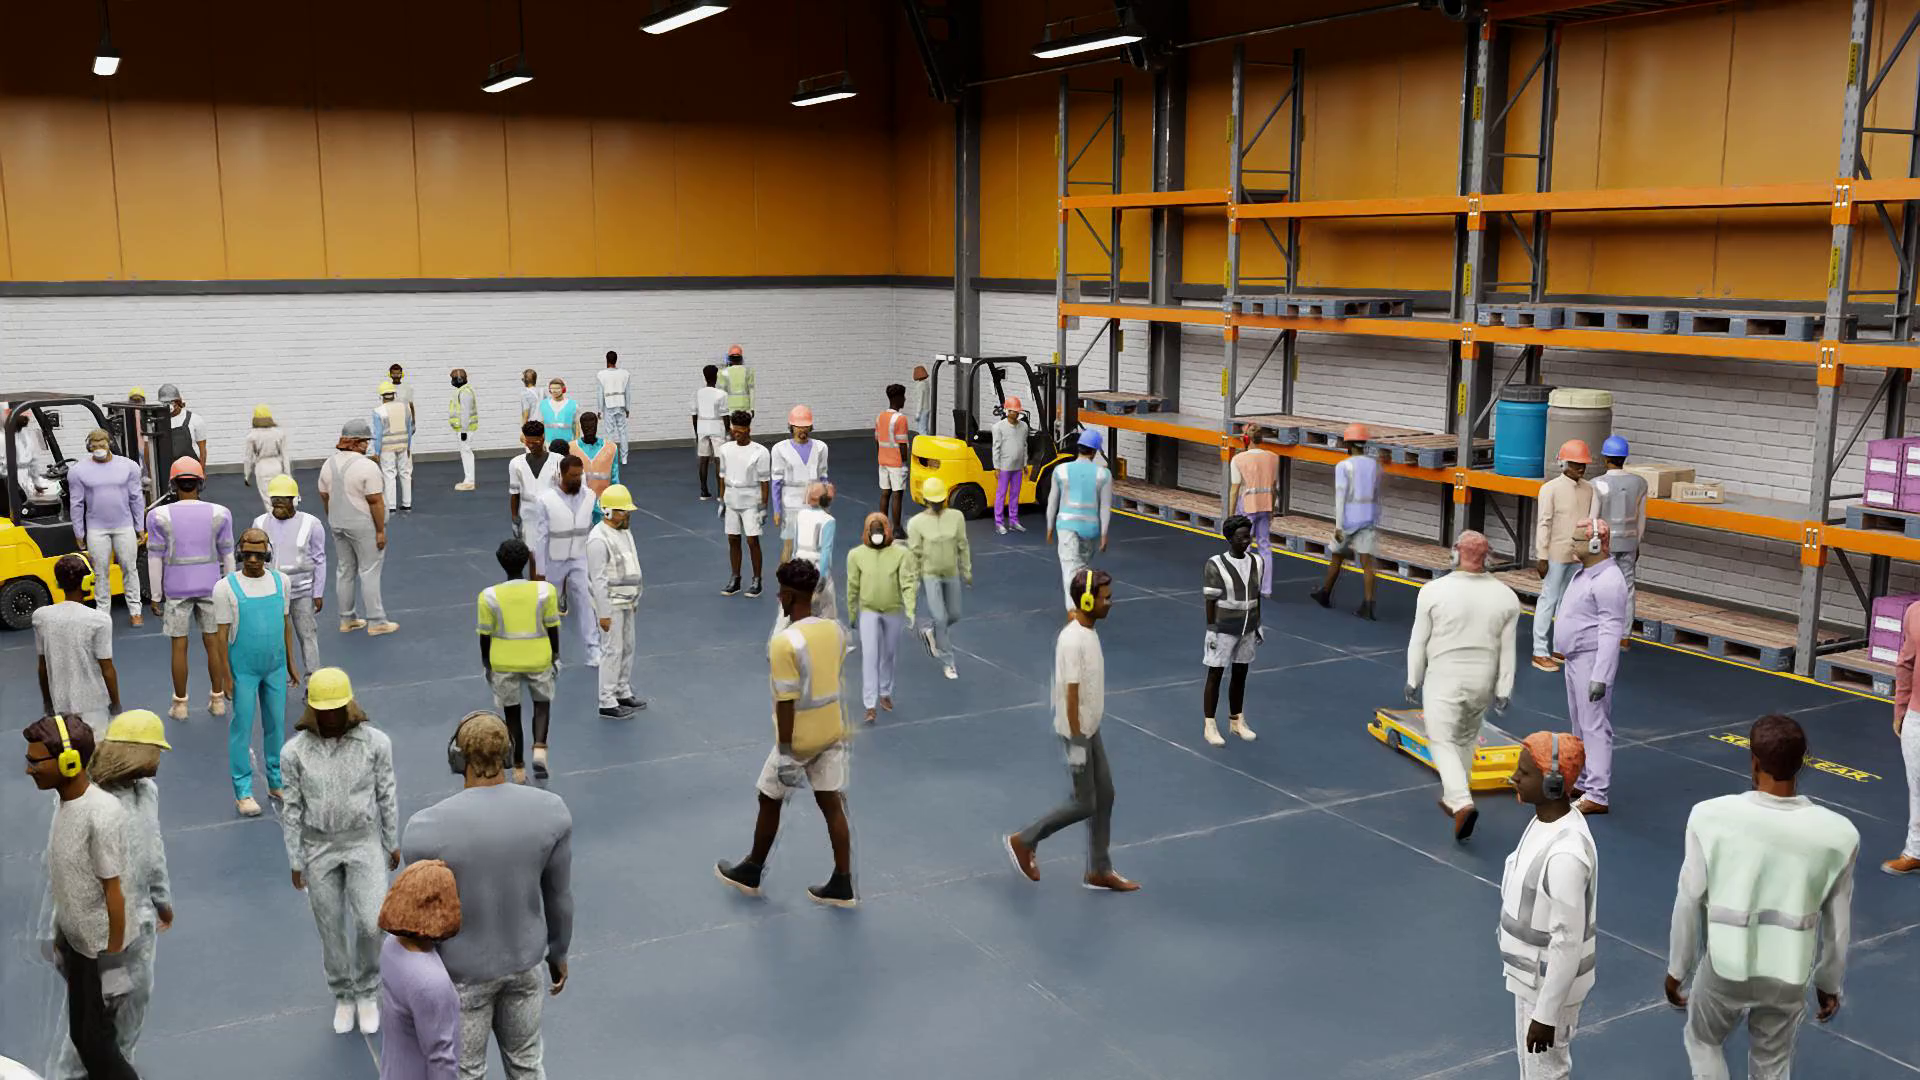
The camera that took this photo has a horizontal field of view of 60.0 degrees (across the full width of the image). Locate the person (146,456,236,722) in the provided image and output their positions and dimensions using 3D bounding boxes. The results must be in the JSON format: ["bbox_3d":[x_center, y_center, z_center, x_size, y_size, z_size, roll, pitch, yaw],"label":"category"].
[{"bbox_3d":[-5.886,0.373,12.769,0.612,2.029,0.409,-7,12,-34],"label":"person"}]

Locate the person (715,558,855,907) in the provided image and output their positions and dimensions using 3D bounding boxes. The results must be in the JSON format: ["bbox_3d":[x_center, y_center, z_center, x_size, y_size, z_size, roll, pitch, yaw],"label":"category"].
[{"bbox_3d":[-0.959,1.045,9.171,0.937,1.921,0.622,7,12,34],"label":"person"}]

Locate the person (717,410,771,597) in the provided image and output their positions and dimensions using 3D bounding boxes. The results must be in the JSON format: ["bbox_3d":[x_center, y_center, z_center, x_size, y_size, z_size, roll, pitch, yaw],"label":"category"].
[{"bbox_3d":[-2.252,-0.376,17.287,0.604,1.955,0.395,5,11,25],"label":"person"}]

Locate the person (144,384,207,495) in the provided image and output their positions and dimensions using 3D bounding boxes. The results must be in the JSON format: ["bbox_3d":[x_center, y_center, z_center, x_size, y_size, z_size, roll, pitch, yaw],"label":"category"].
[{"bbox_3d":[-9.280,-0.835,19.671,0.688,2.000,0.536,-3,10,-15],"label":"person"}]

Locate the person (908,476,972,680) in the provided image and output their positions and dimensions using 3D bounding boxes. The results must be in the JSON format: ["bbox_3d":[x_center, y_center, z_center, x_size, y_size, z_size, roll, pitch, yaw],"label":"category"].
[{"bbox_3d":[-0.208,0.290,14.103,0.564,1.731,0.624,-4,11,-23],"label":"person"}]

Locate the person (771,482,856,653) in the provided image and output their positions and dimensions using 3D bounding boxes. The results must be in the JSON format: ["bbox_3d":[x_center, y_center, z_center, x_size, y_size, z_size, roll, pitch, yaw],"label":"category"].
[{"bbox_3d":[-1.335,0.279,14.577,0.565,1.582,0.896,9,13,42],"label":"person"}]

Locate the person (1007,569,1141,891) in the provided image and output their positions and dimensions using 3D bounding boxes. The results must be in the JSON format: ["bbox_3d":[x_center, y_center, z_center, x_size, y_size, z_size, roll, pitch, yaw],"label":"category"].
[{"bbox_3d":[0.649,1.071,9.266,0.695,1.843,0.547,3,10,18],"label":"person"}]

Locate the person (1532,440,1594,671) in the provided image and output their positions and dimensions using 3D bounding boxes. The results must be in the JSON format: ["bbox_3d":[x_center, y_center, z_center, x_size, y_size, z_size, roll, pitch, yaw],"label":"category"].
[{"bbox_3d":[5.199,0.126,14.267,0.623,1.992,0.396,-6,11,-29],"label":"person"}]

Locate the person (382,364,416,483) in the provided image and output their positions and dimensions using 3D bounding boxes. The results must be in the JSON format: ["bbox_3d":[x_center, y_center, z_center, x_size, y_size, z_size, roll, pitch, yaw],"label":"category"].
[{"bbox_3d":[-8.706,-1.804,25.781,0.509,1.860,0.334,-2,10,-13],"label":"person"}]

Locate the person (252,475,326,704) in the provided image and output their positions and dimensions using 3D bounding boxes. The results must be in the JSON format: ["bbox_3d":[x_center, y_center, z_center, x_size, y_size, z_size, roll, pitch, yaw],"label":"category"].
[{"bbox_3d":[-5.331,0.393,13.185,0.588,1.837,0.404,0,10,-1],"label":"person"}]

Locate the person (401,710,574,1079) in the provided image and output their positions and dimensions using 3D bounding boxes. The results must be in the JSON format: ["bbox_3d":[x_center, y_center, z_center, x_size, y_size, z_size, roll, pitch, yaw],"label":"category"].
[{"bbox_3d":[-1.725,1.575,6.136,0.640,1.927,0.386,-7,12,-37],"label":"person"}]

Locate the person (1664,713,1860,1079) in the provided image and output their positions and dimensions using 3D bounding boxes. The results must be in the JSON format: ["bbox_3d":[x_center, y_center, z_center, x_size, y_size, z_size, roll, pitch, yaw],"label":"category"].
[{"bbox_3d":[2.950,1.579,6.169,0.628,1.903,0.454,2,10,12],"label":"person"}]

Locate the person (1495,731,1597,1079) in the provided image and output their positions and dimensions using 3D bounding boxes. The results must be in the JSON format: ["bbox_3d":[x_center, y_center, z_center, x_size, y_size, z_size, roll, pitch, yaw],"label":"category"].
[{"bbox_3d":[2.115,1.609,6.057,0.355,1.883,0.575,2,10,11],"label":"person"}]

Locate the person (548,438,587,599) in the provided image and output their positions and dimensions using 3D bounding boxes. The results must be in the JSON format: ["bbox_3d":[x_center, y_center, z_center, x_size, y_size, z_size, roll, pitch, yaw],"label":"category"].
[{"bbox_3d":[-4.059,-0.194,16.991,0.531,1.689,0.322,-4,11,-22],"label":"person"}]

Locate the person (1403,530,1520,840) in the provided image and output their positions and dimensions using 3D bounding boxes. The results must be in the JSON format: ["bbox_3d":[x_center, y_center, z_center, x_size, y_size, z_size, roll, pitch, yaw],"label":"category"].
[{"bbox_3d":[3.108,0.880,10.262,0.635,1.883,0.849,-1,10,-5],"label":"person"}]

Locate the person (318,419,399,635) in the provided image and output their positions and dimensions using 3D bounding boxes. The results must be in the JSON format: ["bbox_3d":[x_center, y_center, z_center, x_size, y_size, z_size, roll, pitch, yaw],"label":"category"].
[{"bbox_3d":[-5.627,-0.135,15.641,0.684,2.000,0.536,5,11,26],"label":"person"}]

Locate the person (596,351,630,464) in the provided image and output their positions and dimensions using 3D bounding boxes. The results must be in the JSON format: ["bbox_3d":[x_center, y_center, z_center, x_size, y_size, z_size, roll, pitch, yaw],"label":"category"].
[{"bbox_3d":[-5.828,-2.222,28.010,0.590,1.919,0.392,-7,12,-35],"label":"person"}]

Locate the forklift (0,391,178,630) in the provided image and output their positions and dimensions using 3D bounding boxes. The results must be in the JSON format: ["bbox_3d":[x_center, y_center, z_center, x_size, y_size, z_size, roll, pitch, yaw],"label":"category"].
[{"bbox_3d":[-9.026,-0.363,16.508,1.214,2.155,2.313,6,11,29],"label":"forklift"}]

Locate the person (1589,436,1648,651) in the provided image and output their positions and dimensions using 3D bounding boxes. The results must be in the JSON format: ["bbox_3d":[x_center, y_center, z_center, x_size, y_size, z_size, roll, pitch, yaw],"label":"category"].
[{"bbox_3d":[5.830,0.043,14.875,0.602,1.949,0.394,-2,10,-11],"label":"person"}]

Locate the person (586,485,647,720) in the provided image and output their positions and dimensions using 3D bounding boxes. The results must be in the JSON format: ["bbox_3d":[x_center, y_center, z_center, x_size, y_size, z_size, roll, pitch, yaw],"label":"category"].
[{"bbox_3d":[-2.644,0.473,12.789,0.403,1.817,0.601,2,10,9],"label":"person"}]

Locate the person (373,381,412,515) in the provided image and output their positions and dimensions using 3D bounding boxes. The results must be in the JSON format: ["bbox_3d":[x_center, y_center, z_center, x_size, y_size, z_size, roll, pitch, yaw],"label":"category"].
[{"bbox_3d":[-7.755,-1.253,22.697,0.404,1.825,0.587,7,12,36],"label":"person"}]

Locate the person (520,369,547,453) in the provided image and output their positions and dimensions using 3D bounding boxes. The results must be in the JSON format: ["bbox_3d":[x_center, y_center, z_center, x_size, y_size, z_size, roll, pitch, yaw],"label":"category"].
[{"bbox_3d":[-6.358,-1.629,24.804,0.329,1.842,0.517,5,11,27],"label":"person"}]

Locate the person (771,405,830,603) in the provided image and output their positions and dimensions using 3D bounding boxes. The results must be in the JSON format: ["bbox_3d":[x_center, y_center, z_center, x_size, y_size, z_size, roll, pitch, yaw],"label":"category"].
[{"bbox_3d":[-1.598,-0.348,16.861,0.614,2.040,0.391,-5,11,-26],"label":"person"}]

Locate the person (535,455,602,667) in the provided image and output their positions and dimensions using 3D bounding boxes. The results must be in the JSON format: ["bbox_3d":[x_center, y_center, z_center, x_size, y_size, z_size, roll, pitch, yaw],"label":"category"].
[{"bbox_3d":[-3.394,0.186,14.363,0.621,1.857,0.844,-10,14,-44],"label":"person"}]

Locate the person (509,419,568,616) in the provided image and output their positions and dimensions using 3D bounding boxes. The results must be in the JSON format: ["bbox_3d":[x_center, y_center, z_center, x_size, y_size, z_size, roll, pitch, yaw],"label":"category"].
[{"bbox_3d":[-4.125,-0.213,16.366,0.610,1.952,0.387,0,10,-1],"label":"person"}]

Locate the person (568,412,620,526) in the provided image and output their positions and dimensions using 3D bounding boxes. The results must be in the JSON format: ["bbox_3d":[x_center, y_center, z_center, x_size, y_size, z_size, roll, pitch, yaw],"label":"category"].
[{"bbox_3d":[-3.886,-0.403,17.539,0.599,1.915,0.376,-3,10,-17],"label":"person"}]

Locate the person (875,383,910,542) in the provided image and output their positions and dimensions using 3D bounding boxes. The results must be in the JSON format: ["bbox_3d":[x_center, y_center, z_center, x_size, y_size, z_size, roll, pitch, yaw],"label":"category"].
[{"bbox_3d":[-0.818,-0.962,20.615,0.373,1.966,0.607,-7,12,-33],"label":"person"}]

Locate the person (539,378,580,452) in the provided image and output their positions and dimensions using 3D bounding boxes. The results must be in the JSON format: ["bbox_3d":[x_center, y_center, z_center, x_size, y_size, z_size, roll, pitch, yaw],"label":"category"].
[{"bbox_3d":[-5.525,-1.321,23.023,0.564,1.846,0.393,0,10,2],"label":"person"}]

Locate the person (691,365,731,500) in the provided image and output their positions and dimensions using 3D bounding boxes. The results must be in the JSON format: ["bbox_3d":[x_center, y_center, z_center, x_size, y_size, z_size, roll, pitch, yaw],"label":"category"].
[{"bbox_3d":[-3.571,-1.547,23.984,0.607,1.966,0.366,3,10,19],"label":"person"}]

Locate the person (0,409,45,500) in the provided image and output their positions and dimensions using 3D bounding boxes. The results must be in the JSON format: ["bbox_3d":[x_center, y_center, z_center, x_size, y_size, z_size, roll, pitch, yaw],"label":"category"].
[{"bbox_3d":[-10.696,-0.644,18.920,0.455,1.916,0.559,0,10,-2],"label":"person"}]

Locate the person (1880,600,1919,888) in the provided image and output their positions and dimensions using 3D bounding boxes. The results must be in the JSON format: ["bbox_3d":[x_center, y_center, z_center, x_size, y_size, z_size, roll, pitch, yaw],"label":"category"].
[{"bbox_3d":[5.542,1.009,9.386,0.377,1.930,0.637,-3,10,-18],"label":"person"}]

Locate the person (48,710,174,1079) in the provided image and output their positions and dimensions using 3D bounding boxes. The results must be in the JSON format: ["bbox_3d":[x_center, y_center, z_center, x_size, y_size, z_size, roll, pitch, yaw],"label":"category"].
[{"bbox_3d":[-3.499,1.558,6.866,0.440,1.698,0.595,1,10,8],"label":"person"}]

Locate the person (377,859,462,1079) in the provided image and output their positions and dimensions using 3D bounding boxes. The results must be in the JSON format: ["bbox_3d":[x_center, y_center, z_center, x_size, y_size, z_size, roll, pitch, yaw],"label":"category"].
[{"bbox_3d":[-1.755,1.842,5.465,0.283,1.628,0.506,-6,12,-32],"label":"person"}]

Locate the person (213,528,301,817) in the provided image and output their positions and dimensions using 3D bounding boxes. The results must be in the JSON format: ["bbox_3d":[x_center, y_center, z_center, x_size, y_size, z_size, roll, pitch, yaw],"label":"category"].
[{"bbox_3d":[-4.491,0.828,10.668,0.348,1.842,0.506,8,13,38],"label":"person"}]

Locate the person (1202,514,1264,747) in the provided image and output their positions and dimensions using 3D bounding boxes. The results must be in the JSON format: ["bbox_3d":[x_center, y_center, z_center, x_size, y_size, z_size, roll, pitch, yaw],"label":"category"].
[{"bbox_3d":[1.993,0.648,12.120,0.533,1.697,0.322,-5,11,-28],"label":"person"}]

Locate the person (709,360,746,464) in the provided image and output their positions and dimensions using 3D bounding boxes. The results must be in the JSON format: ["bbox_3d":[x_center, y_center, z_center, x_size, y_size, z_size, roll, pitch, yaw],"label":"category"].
[{"bbox_3d":[-3.907,-2.209,28.010,0.921,1.905,0.616,-2,10,-13],"label":"person"}]

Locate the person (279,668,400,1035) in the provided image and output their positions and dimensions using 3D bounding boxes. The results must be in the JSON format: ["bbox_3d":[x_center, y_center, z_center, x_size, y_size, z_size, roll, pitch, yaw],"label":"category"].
[{"bbox_3d":[-2.806,1.425,7.550,0.489,1.728,0.495,-3,10,-16],"label":"person"}]

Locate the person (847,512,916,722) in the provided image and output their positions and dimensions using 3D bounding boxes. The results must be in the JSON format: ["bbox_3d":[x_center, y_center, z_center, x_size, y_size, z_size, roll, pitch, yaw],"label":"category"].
[{"bbox_3d":[-0.598,0.589,12.735,0.517,1.591,0.818,-1,10,-6],"label":"person"}]

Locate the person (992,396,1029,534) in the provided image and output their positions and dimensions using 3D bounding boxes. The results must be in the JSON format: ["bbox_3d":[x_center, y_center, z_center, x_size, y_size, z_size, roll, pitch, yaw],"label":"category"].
[{"bbox_3d":[0.666,-0.963,21.228,0.563,1.751,0.342,-7,12,-37],"label":"person"}]

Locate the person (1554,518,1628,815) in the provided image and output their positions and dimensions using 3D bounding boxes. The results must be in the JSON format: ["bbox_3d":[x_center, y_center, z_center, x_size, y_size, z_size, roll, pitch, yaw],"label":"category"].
[{"bbox_3d":[4.001,0.800,10.645,0.402,1.906,0.652,1,10,7],"label":"person"}]

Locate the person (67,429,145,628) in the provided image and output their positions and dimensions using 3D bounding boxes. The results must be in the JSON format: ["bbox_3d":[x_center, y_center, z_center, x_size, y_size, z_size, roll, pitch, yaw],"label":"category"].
[{"bbox_3d":[-8.084,-0.104,15.801,0.632,1.930,0.376,-5,11,-27],"label":"person"}]

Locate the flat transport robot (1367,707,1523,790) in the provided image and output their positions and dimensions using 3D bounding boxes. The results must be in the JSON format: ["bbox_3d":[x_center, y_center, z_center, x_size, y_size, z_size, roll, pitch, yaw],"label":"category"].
[{"bbox_3d":[3.492,1.433,11.700,0.652,0.197,1.431,-2,10,-12],"label":"flat transport robot"}]

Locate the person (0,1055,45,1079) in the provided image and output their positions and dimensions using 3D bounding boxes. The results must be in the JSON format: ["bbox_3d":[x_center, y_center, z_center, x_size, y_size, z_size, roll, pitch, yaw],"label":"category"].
[{"bbox_3d":[-2.467,1.905,4.153,0.599,1.959,0.375,3,10,16],"label":"person"}]

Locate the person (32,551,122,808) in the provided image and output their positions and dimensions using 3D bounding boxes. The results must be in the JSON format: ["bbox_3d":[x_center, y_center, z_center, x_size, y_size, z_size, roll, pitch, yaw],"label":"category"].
[{"bbox_3d":[-5.110,0.989,9.692,0.506,1.864,0.332,2,10,9],"label":"person"}]

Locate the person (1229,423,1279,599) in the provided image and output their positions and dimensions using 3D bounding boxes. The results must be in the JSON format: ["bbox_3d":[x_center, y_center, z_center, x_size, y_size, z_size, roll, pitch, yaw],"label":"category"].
[{"bbox_3d":[3.013,-0.277,17.059,0.563,1.835,0.384,-5,11,-25],"label":"person"}]

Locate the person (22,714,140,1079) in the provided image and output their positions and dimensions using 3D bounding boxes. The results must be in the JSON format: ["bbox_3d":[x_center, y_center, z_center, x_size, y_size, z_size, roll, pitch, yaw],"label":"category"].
[{"bbox_3d":[-3.327,1.568,6.381,0.536,1.853,0.347,9,14,43],"label":"person"}]

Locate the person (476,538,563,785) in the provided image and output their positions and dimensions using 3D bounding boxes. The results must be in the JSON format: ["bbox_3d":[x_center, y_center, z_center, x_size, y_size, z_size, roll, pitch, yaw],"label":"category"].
[{"bbox_3d":[-2.945,0.820,11.139,0.549,1.684,0.363,-3,10,-16],"label":"person"}]

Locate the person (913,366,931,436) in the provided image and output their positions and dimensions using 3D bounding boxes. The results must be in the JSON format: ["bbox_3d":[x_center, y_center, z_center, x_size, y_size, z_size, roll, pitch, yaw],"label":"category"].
[{"bbox_3d":[-0.654,-2.166,28.502,0.283,1.631,0.503,3,10,18],"label":"person"}]

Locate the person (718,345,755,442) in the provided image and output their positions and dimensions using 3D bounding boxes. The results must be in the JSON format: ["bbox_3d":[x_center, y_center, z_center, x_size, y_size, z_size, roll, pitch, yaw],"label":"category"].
[{"bbox_3d":[-3.698,-2.204,27.542,0.605,2.045,0.377,-3,10,-15],"label":"person"}]

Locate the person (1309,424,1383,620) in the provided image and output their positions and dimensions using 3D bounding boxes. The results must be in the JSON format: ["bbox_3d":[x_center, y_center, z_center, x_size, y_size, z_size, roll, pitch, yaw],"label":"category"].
[{"bbox_3d":[3.867,-0.205,16.466,0.566,1.883,0.971,-4,10,-20],"label":"person"}]

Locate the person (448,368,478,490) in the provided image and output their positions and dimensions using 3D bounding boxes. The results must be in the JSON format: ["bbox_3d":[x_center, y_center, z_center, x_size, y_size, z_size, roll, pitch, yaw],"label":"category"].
[{"bbox_3d":[-7.485,-1.669,25.081,0.429,1.835,0.636,-3,10,-18],"label":"person"}]

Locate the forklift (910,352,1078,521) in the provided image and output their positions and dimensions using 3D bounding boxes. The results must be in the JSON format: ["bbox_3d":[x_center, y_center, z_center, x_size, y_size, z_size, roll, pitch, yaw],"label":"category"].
[{"bbox_3d":[0.460,-1.461,22.833,2.313,2.155,1.214,-5,11,-28],"label":"forklift"}]

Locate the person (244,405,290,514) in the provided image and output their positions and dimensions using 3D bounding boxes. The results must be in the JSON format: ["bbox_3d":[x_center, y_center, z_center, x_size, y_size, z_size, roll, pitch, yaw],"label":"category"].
[{"bbox_3d":[-8.561,-0.816,20.559,0.499,1.689,0.920,-9,13,-42],"label":"person"}]

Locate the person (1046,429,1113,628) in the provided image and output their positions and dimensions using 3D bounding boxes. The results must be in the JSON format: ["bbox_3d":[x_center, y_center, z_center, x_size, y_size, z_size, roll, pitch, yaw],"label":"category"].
[{"bbox_3d":[1.145,-0.109,15.952,0.628,1.892,0.991,0,10,2],"label":"person"}]
